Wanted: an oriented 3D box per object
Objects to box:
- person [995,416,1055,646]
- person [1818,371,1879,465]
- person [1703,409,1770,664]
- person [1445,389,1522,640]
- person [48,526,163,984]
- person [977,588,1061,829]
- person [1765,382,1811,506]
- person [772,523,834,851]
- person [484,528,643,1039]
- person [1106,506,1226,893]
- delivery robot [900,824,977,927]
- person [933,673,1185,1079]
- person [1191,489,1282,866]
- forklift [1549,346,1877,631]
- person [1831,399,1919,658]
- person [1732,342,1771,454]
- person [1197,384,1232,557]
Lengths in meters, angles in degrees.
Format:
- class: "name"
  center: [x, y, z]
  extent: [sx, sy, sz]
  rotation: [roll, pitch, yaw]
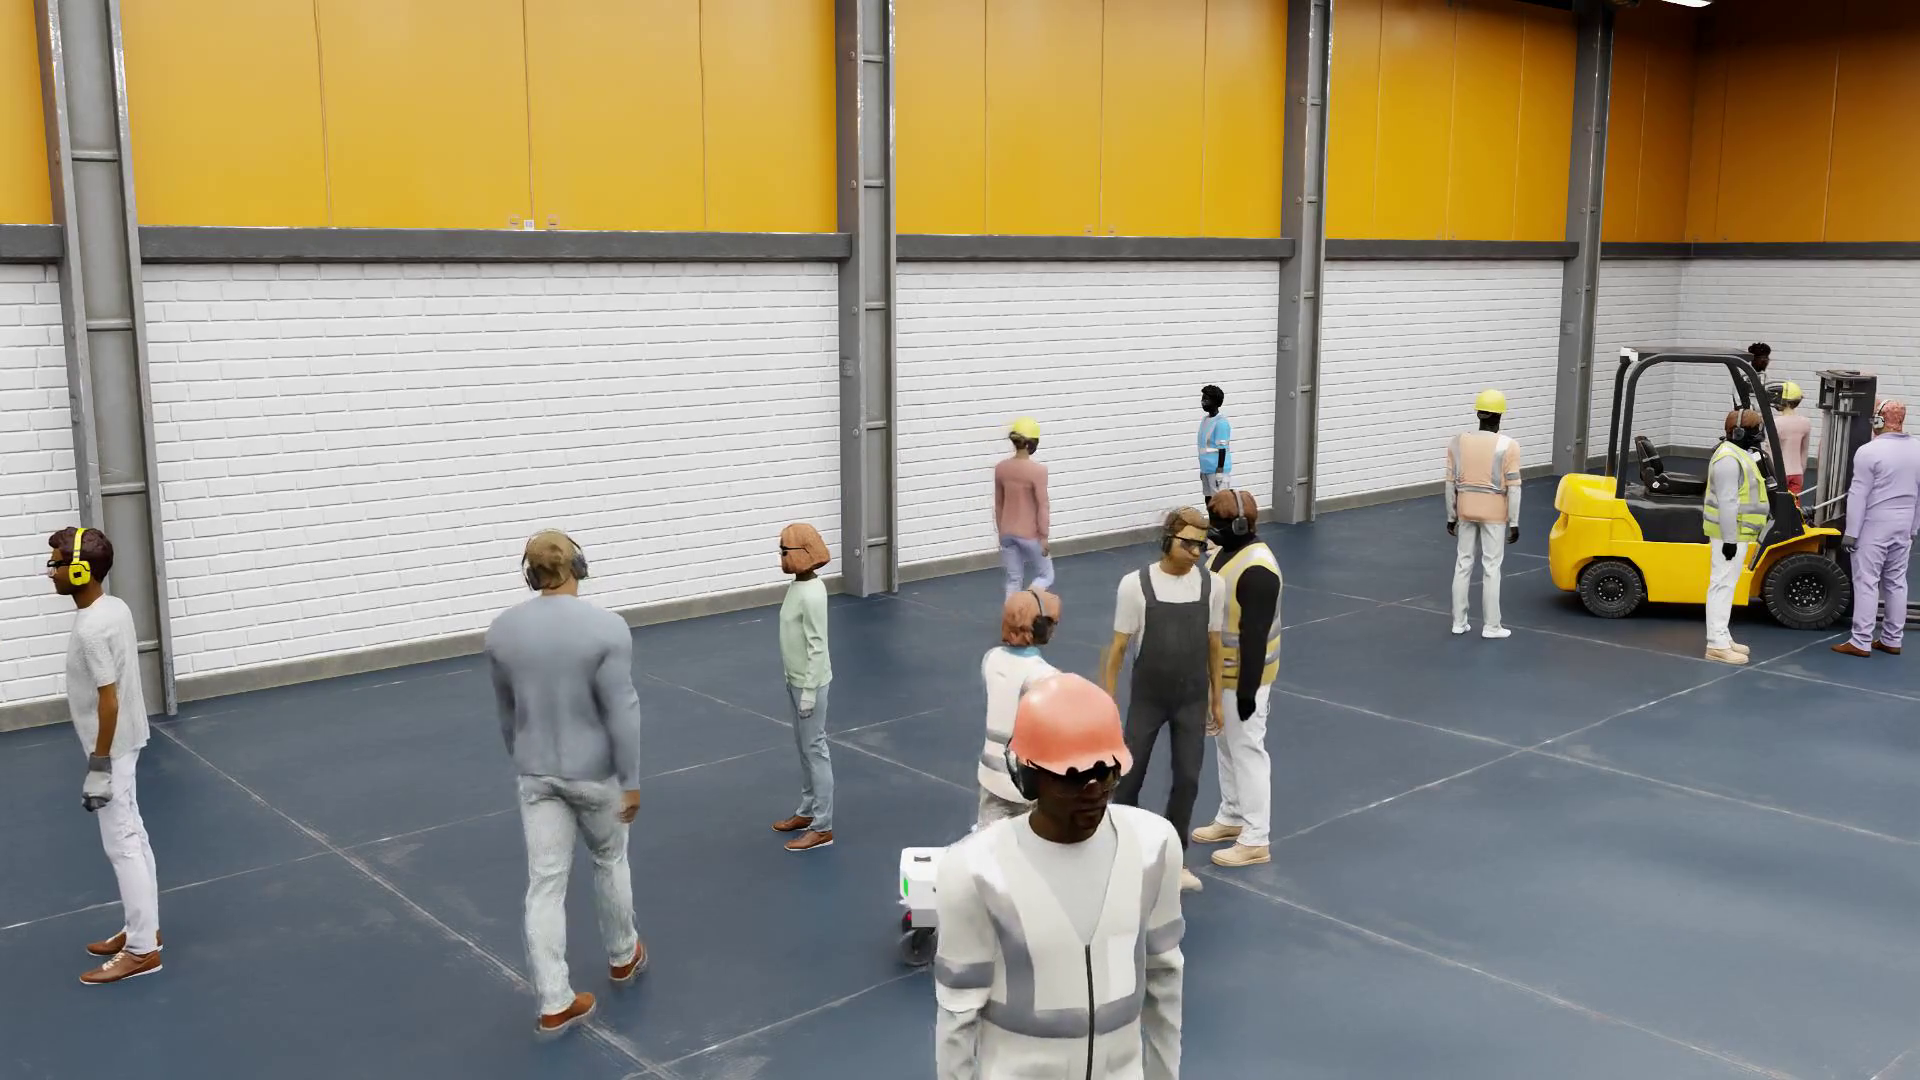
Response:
- class: "person"
  center: [0.484, -0.049, 12.451]
  extent: [0.544, 1.751, 0.363]
  rotation: [9, 13, 43]
- class: "person"
  center: [8.244, -0.596, 15.282]
  extent: [0.642, 1.883, 0.745]
  rotation: [4, 11, 24]
- class: "person"
  center: [5.652, -0.037, 12.138]
  extent: [0.429, 1.845, 0.621]
  rotation: [5, 11, 28]
- class: "person"
  center: [4.034, -0.196, 12.821]
  extent: [0.594, 1.926, 0.366]
  rotation: [8, 13, 40]
- class: "person"
  center: [-3.480, 0.867, 6.764]
  extent: [0.330, 1.872, 0.512]
  rotation: [-3, 10, -19]
- class: "person"
  center: [0.323, 0.989, 6.784]
  extent: [0.733, 1.609, 0.535]
  rotation: [-7, 12, -36]
- class: "person"
  center: [7.751, -0.607, 15.694]
  extent: [0.533, 1.768, 0.313]
  rotation: [-4, 10, -21]
- class: "person"
  center: [-0.784, 0.722, 8.304]
  extent: [0.280, 1.633, 0.500]
  rotation: [-3, 10, -16]
- class: "person"
  center: [-1.515, 0.900, 6.501]
  extent: [0.659, 1.890, 0.859]
  rotation: [2, 10, 10]
- class: "person"
  center: [0.878, 0.742, 7.701]
  extent: [0.699, 1.818, 0.379]
  rotation: [-1, 10, -6]
- class: "delivery robot"
  center: [0.098, 1.437, 6.997]
  extent: [0.707, 0.478, 0.477]
  rotation: [0, 10, 0]
- class: "person"
  center: [0.240, 1.279, 3.896]
  extent: [0.636, 2.026, 0.503]
  rotation: [-4, 10, -20]
- class: "person"
  center: [1.332, 0.658, 8.113]
  extent: [0.430, 1.835, 0.621]
  rotation: [-1, 10, -9]
- class: "forklift"
  center: [6.109, -0.478, 13.691]
  extent: [2.313, 2.155, 1.214]
  rotation: [3, 10, 16]
- class: "person"
  center: [6.779, -0.086, 12.262]
  extent: [0.639, 1.902, 0.402]
  rotation: [-3, 10, -18]
- class: "person"
  center: [9.196, -1.324, 19.365]
  extent: [0.609, 1.954, 0.398]
  rotation: [-7, 12, -36]
- class: "person"
  center: [2.499, -0.686, 16.386]
  extent: [0.321, 1.691, 0.537]
  rotation: [-2, 10, -13]
